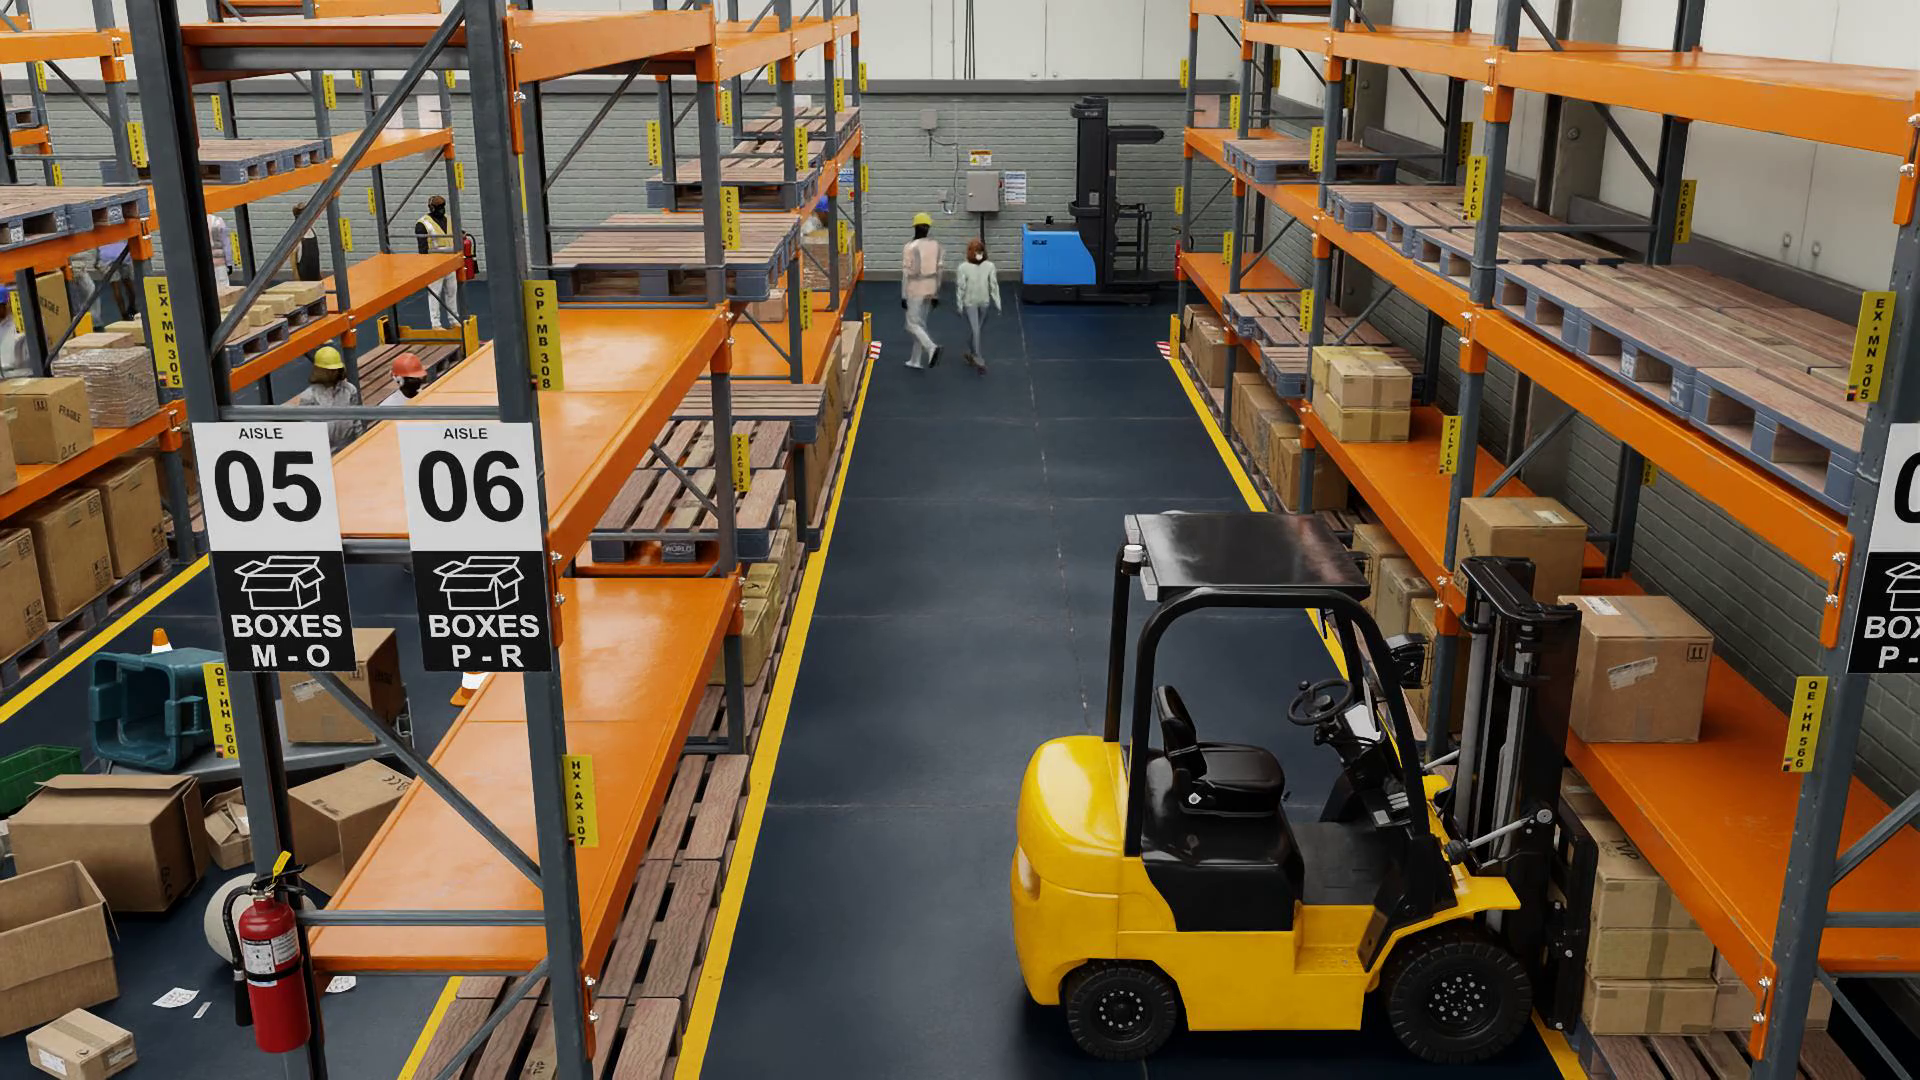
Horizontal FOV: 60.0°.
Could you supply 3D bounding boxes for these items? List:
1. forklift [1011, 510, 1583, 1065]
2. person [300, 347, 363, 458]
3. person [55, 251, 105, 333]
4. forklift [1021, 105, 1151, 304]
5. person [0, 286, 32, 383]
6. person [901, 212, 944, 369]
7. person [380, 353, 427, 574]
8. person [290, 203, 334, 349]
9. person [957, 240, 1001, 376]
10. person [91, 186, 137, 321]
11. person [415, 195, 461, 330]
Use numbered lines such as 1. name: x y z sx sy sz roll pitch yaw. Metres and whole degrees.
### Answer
1. forklift: 1.387 1.055 7.378 2.313 2.155 1.214 0 18 0
2. person: -5.028 -0.709 13.437 0.333 1.734 0.484 15 24 38
3. person: -11.594 -3.545 21.908 0.698 1.796 0.610 -1 18 -3
4. forklift: 1.857 -4.944 24.441 1.873 2.768 1.129 0 18 0
5. person: -8.634 -1.345 15.063 0.639 1.914 0.882 -2 18 -5
6. person: -0.410 -2.968 20.024 0.645 1.880 0.681 -15 24 -38
7. person: -4.280 -0.609 13.098 0.327 1.752 0.561 6 19 18
8. person: -8.370 -3.391 21.367 0.346 1.846 0.505 5 19 16
9. person: 0.198 -2.836 20.092 0.515 1.599 0.833 -8 20 -23
10. person: -11.673 -3.916 22.892 0.800 1.888 0.588 15 24 39
11. person: -6.950 -3.697 22.316 0.429 1.836 0.630 14 23 36
